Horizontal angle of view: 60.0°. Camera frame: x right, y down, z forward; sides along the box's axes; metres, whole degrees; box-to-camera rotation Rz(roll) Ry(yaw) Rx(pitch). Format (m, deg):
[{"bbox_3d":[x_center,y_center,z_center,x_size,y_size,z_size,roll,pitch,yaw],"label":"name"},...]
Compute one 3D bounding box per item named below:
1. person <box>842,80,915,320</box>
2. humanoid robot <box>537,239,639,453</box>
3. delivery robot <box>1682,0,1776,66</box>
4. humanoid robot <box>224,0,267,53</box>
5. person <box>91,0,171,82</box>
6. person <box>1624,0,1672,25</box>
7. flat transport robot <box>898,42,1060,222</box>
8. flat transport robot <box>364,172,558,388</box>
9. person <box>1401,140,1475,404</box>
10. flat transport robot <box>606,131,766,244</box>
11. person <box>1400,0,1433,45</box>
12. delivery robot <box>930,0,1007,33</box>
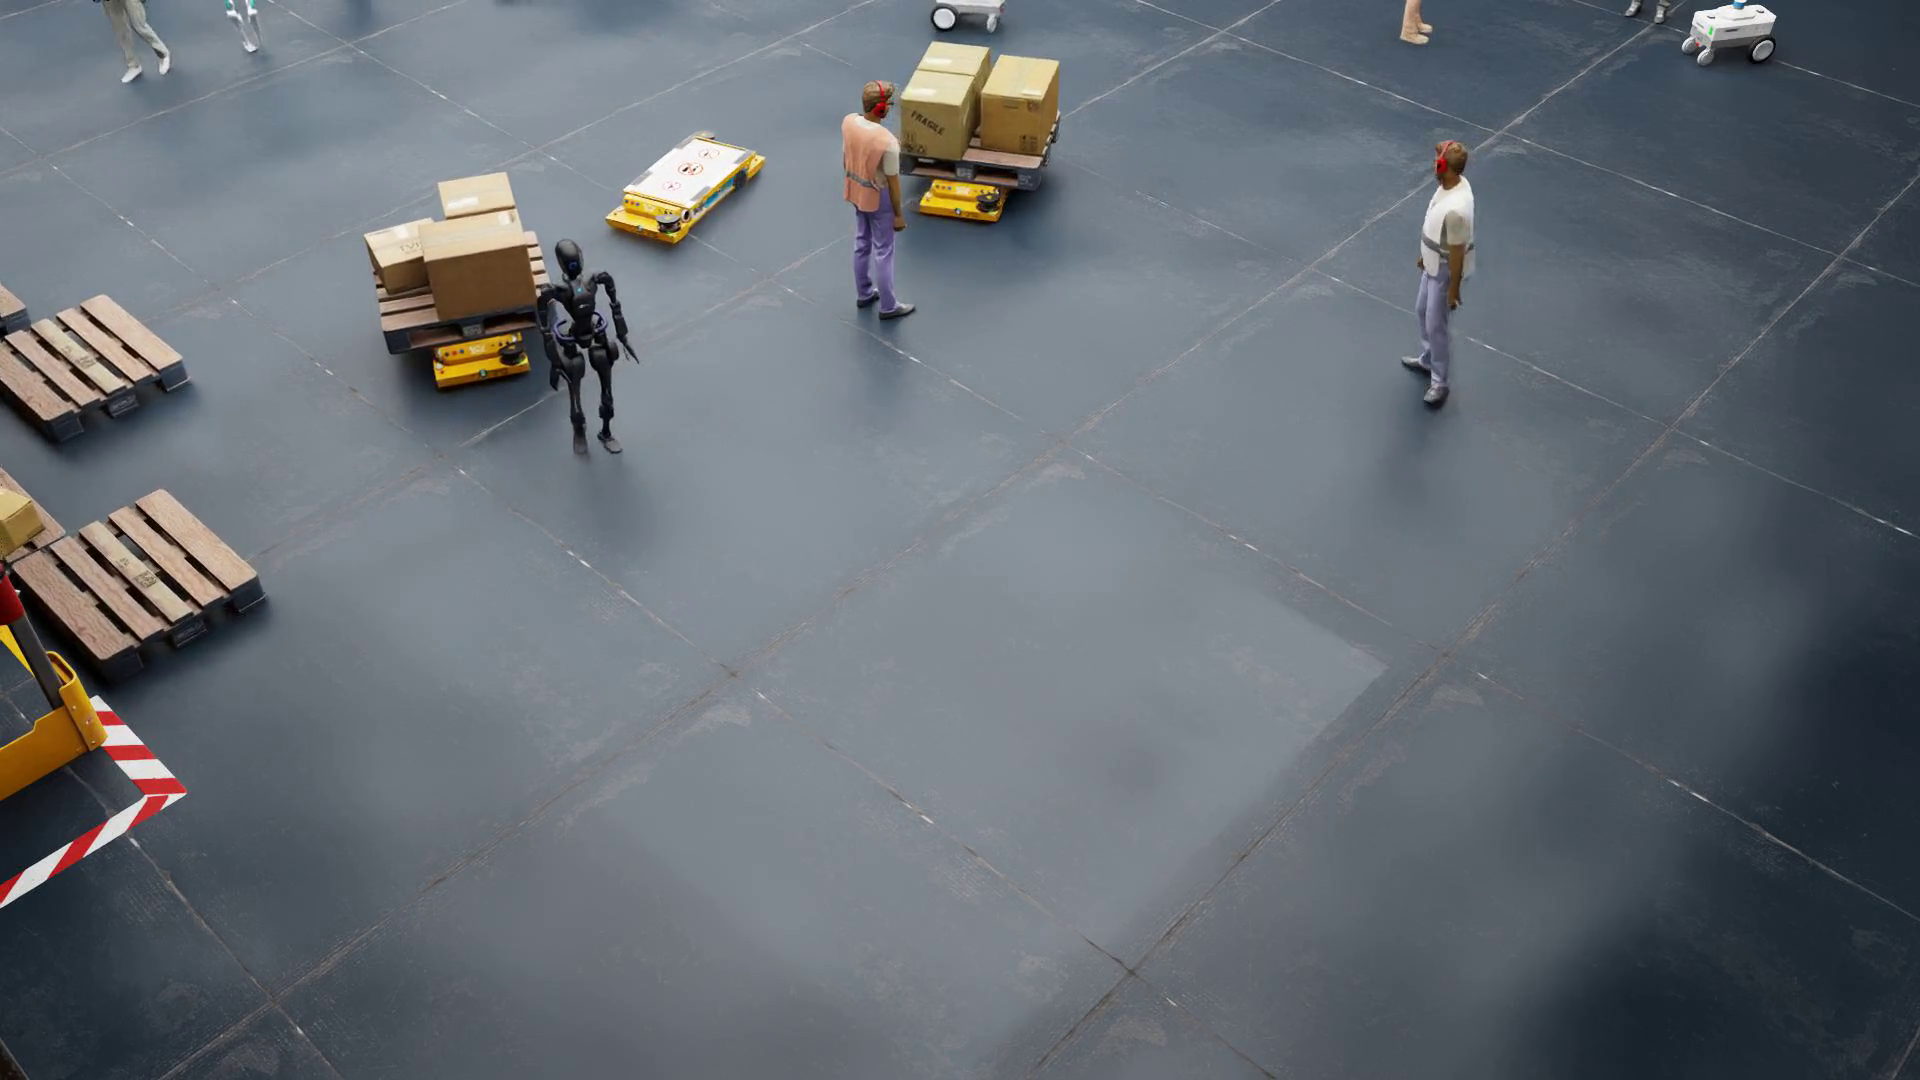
[{"bbox_3d":[-0.628,-2.454,12.082,0.398,1.836,0.563,-30,50,-29],"label":"person"},{"bbox_3d":[-2.437,-1.262,10.882,0.602,1.650,0.366,-22,47,-23],"label":"humanoid robot"},{"bbox_3d":[7.270,-4.792,15.653,0.815,0.614,0.499,-9,43,-10],"label":"delivery robot"},{"bbox_3d":[-6.731,-5.279,15.378,0.546,1.895,0.689,-20,46,-21],"label":"humanoid robot"},{"bbox_3d":[-7.612,-4.962,15.022,0.523,1.635,0.414,9,43,10],"label":"person"},{"bbox_3d":[6.792,-5.894,15.910,0.571,1.833,0.399,19,45,20],"label":"person"},{"bbox_3d":[0.149,-3.153,14.030,0.659,0.231,1.431,9,43,10],"label":"flat transport robot"},{"bbox_3d":[-3.642,-1.657,12.367,0.659,0.231,1.431,-13,44,-14],"label":"flat transport robot"},{"bbox_3d":[3.318,-1.831,11.414,0.428,1.804,0.715,5,42,6],"label":"person"},{"bbox_3d":[-2.261,-2.941,13.795,0.659,0.231,1.431,18,45,19],"label":"flat transport robot"},{"bbox_3d":[4.425,-5.551,15.590,0.304,1.744,0.491,16,44,17],"label":"person"},{"bbox_3d":[0.077,-5.271,16.177,0.774,0.603,0.510,5,42,6],"label":"delivery robot"}]
